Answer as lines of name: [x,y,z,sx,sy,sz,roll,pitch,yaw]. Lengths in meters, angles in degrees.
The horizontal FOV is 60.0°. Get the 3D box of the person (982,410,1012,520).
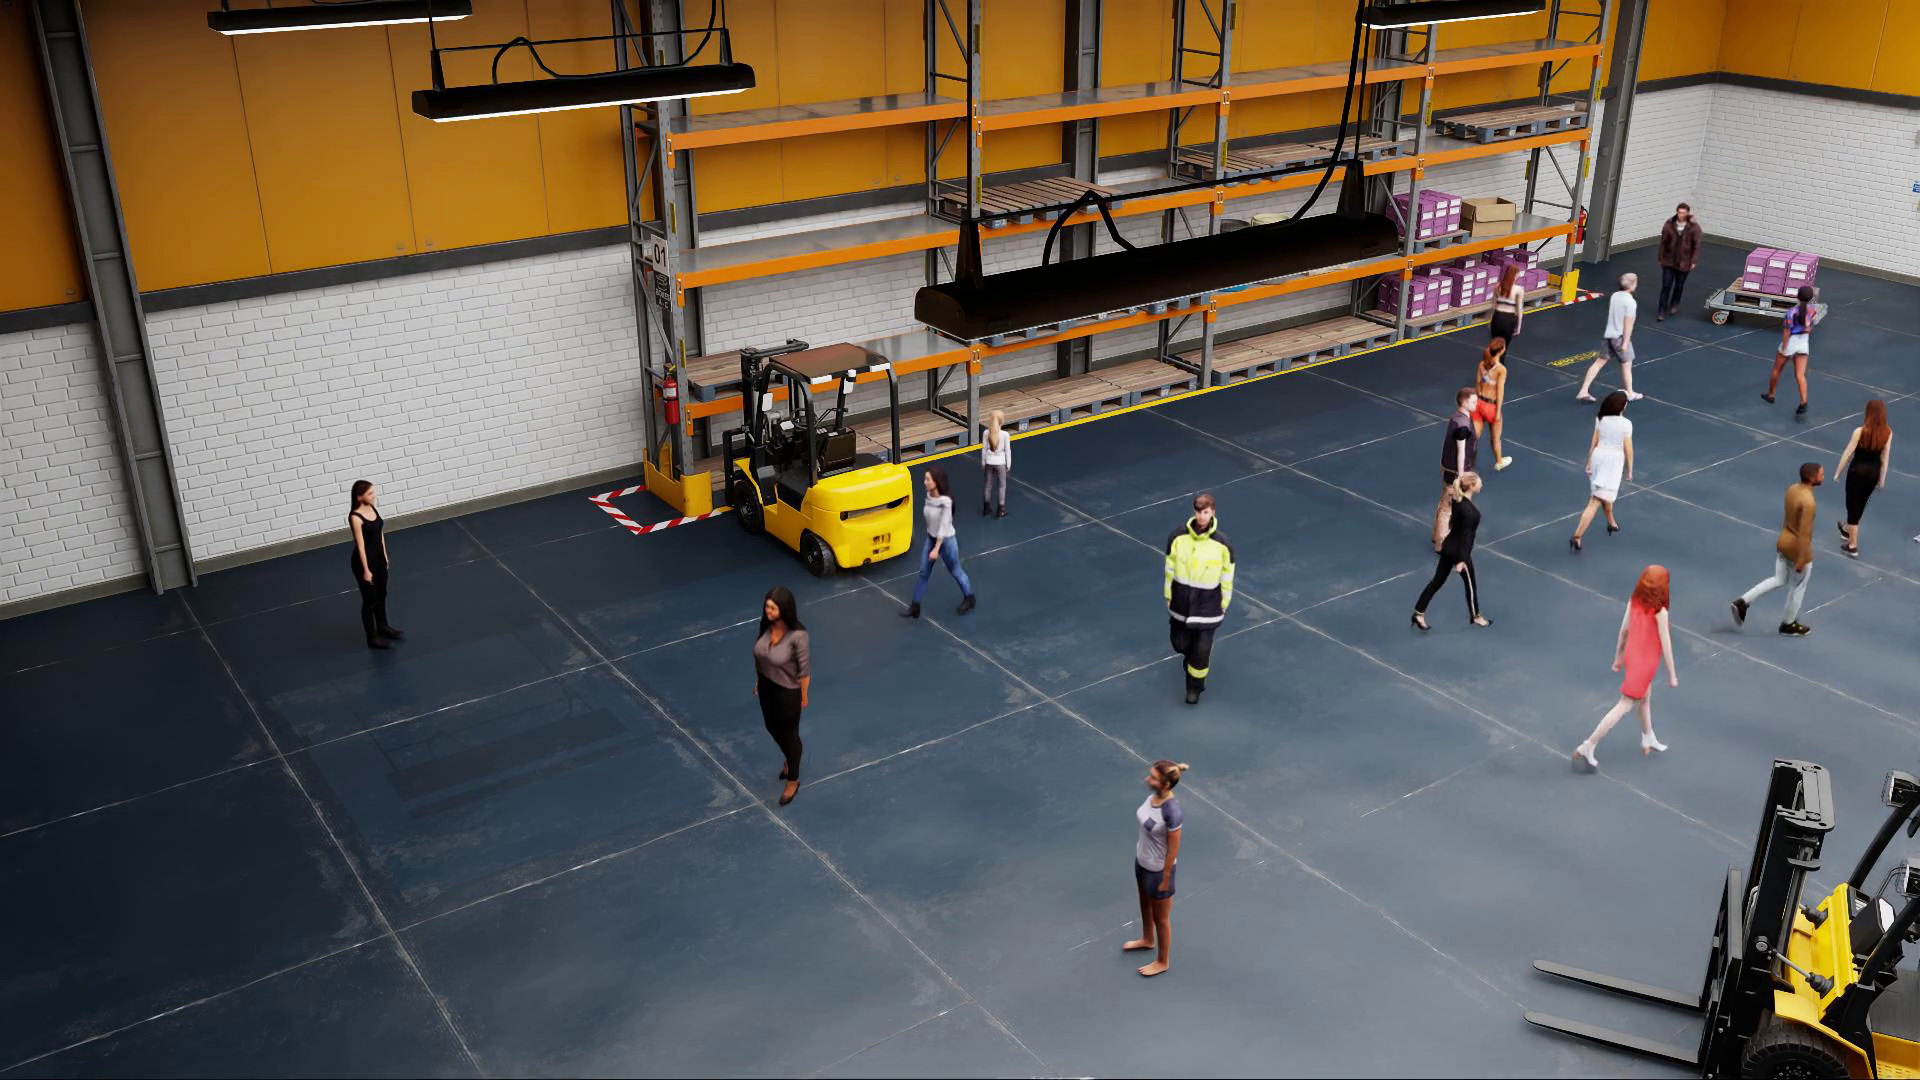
person: [0.397,-0.859,18.823,0.586,1.277,0.637,7,25,15]

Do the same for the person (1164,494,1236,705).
person: [2.146,0.470,14.922,1.065,1.966,1.147,7,25,16]

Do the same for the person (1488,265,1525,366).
person: [7.484,-2.942,23.017,0.701,1.735,0.763,17,29,33]

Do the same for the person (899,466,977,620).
person: [-0.101,0.041,16.385,1.049,1.581,0.602,-15,28,-30]

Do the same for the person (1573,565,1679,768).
person: [5.521,1.091,13.732,1.237,1.782,0.915,-5,24,-12]

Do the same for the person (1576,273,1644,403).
person: [8.738,-2.683,22.357,1.236,1.788,0.874,-7,25,-16]

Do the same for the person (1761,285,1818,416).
person: [11.108,-2.490,22.024,1.162,1.701,1.092,0,24,0]

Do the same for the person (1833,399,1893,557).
person: [9.687,-0.645,17.796,0.986,1.707,0.988,1,24,2]

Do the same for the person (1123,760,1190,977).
person: [1.347,2.209,11.371,0.661,1.624,0.653,-6,24,-14]

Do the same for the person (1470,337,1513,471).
person: [6.184,-1.508,19.723,1.104,1.746,0.598,-17,29,-33]

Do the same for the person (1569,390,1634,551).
person: [6.878,-0.684,17.823,1.203,1.758,0.679,-18,29,-36]

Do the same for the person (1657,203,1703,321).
person: [11.350,-4.401,26.265,1.097,1.807,1.296,12,26,25]

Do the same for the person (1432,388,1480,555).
person: [5.334,-0.771,17.917,0.825,1.841,0.765,4,24,9]

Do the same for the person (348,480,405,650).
person: [-5.620,0.221,15.839,0.729,1.688,0.671,4,24,8]

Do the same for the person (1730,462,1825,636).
person: [7.928,0.096,15.990,1.136,1.797,1.001,0,24,1]

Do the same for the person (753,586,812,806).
person: [-1.408,1.195,13.422,0.762,1.840,0.830,17,29,33]

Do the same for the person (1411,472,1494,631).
person: [4.697,0.155,16.028,1.158,1.659,0.934,-3,24,-7]
